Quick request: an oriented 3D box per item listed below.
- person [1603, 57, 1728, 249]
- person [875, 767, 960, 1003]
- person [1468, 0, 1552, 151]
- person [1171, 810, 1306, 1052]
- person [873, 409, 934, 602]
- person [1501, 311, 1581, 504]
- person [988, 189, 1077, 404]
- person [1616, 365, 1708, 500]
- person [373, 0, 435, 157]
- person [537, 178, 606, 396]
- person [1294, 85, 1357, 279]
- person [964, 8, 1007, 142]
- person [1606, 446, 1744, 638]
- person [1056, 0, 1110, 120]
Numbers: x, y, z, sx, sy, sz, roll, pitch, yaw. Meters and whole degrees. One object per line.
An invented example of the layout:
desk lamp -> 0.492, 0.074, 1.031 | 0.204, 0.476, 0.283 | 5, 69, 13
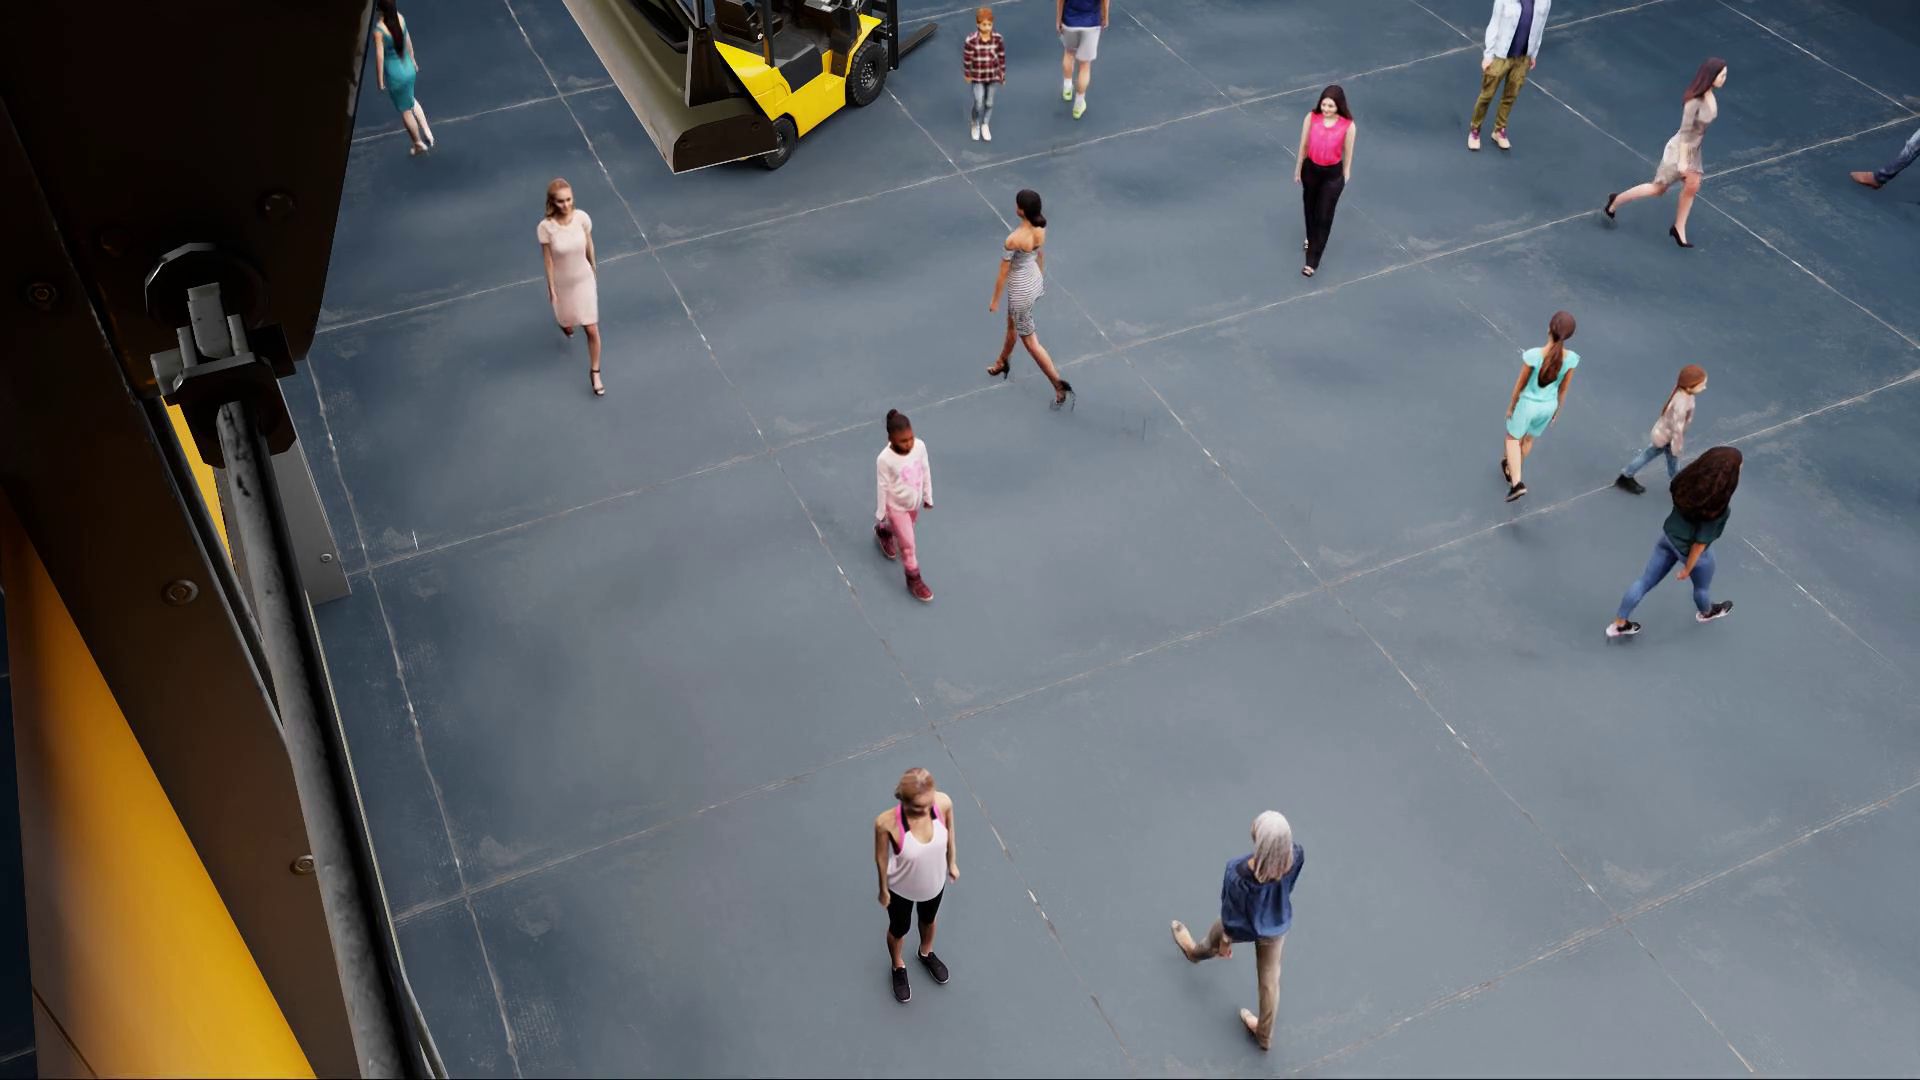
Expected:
person -> 6.049, -3.292, 14.133 | 1.161, 1.715, 0.889 | 31, 52, 28
person -> -0.241, 1.777, 8.758 | 0.600, 1.788, 0.506 | -19, 47, -19
person -> 5.056, -4.456, 15.286 | 0.750, 1.809, 0.699 | -3, 44, -3
person -> 1.561, 2.049, 8.567 | 0.629, 1.658, 1.058 | -17, 46, -17
person -> -0.422, -0.311, 11.213 | 0.698, 1.426, 1.014 | -29, 51, -27
person -> 4.081, -0.908, 11.755 | 0.811, 1.542, 0.966 | 3, 44, 4
person -> 0.556, -1.774, 12.489 | 1.160, 1.784, 0.938 | 27, 50, 26
person -> 5.008, -0.774, 11.888 | 0.883, 1.164, 0.781 | 20, 47, 20
person -> -5.036, -4.218, 15.132 | 0.739, 1.677, 0.691 | 18, 47, 18
person -> -2.982, -1.979, 12.683 | 0.587, 1.812, 0.982 | -18, 46, -18
person -> 3.063, -3.099, 13.992 | 1.036, 1.628, 1.041 | 18, 46, 18
person -> 0.223, -4.394, 15.592 | 0.575, 1.296, 0.578 | -8, 44, -8
person -> 4.592, 0.054, 10.726 | 0.781, 1.569, 1.078 | -11, 45, -11
person -> 1.135, -4.839, 15.680 | 0.863, 1.820, 0.931 | 11, 45, 12
